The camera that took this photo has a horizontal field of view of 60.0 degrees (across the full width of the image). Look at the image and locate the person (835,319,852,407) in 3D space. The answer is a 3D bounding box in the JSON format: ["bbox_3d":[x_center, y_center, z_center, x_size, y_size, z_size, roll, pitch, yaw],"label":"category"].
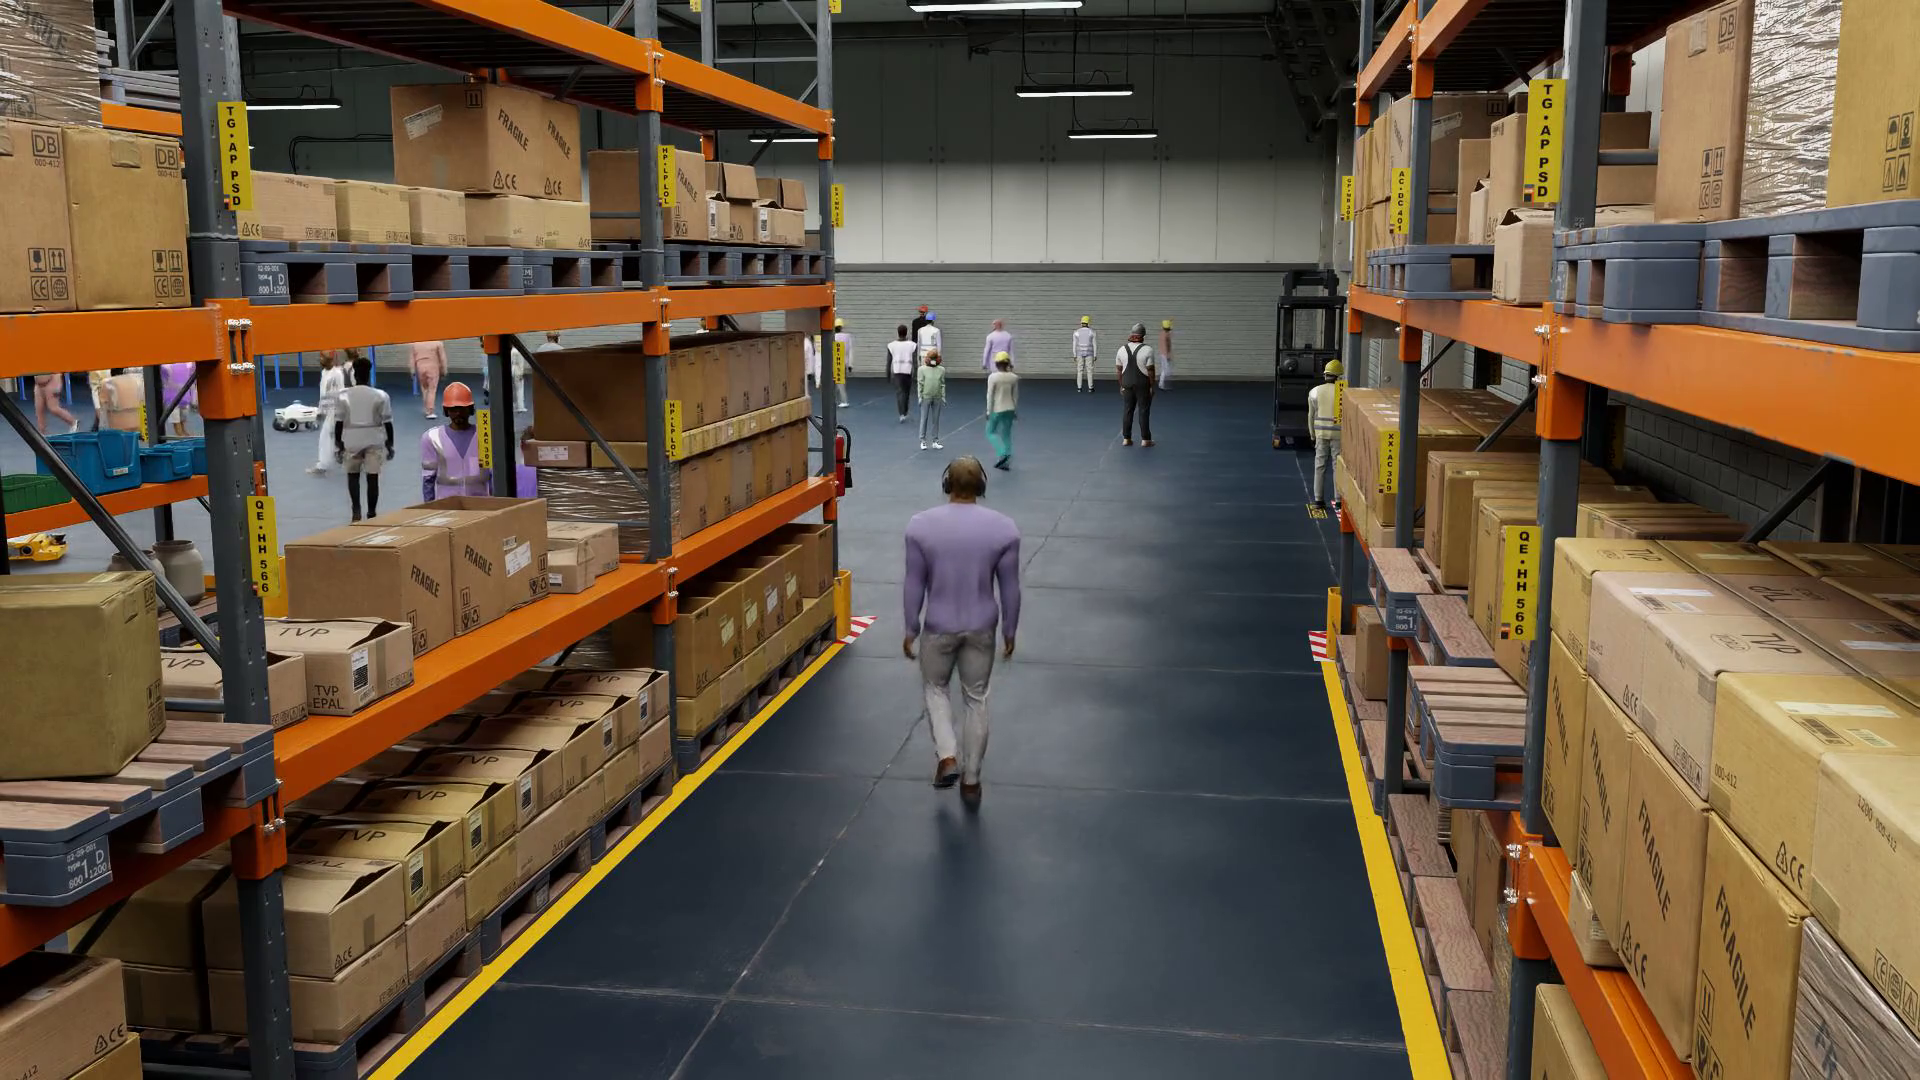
[{"bbox_3d":[-2.664,-3.814,35.851,0.595,1.875,0.992,-8,12,-40],"label":"person"}]

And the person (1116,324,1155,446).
[{"bbox_3d":[2.994,-2.591,27.926,0.679,2.000,0.537,6,11,31],"label":"person"}]

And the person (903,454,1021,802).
[{"bbox_3d":[0.013,0.484,9.194,0.654,1.922,0.441,-1,9,-4],"label":"person"}]

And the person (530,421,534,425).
[{"bbox_3d":[-4.356,-0.755,17.623,0.544,1.652,0.823,-9,13,-44],"label":"person"}]

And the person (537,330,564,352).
[{"bbox_3d":[-7.033,-2.704,28.807,0.627,1.940,0.372,5,11,30],"label":"person"}]

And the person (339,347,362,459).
[{"bbox_3d":[-9.156,-2.031,25.041,0.513,1.824,0.684,4,10,23],"label":"person"}]

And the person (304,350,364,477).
[{"bbox_3d":[-8.939,-1.857,23.916,0.975,1.848,0.564,-7,11,-35],"label":"person"}]

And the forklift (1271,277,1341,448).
[{"bbox_3d":[5.847,-3.016,27.970,1.129,2.768,1.873,1,9,9],"label":"forklift"}]

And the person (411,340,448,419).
[{"bbox_3d":[-10.507,-3.362,33.072,0.685,1.865,0.910,1,9,3],"label":"person"}]

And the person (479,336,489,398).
[{"bbox_3d":[-9.206,-3.198,32.635,0.387,1.670,0.549,-3,10,-20],"label":"person"}]

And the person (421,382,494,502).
[{"bbox_3d":[-3.975,-0.247,13.332,0.611,2.042,0.396,-4,10,-21],"label":"person"}]

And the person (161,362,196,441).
[{"bbox_3d":[-12.037,-2.128,25.411,0.840,1.893,0.538,6,11,34],"label":"person"}]

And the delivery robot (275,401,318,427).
[{"bbox_3d":[-12.146,-2.308,30.467,0.477,0.478,0.707,8,12,40],"label":"delivery robot"}]

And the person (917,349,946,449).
[{"bbox_3d":[-0.466,-2.313,27.332,0.497,1.633,0.279,-4,10,-24],"label":"person"}]

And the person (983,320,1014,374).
[{"bbox_3d":[0.799,-3.880,36.347,0.662,1.841,1.009,-6,11,-32],"label":"person"}]

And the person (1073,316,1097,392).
[{"bbox_3d":[3.025,-4.485,40.117,0.587,1.833,0.403,2,9,13],"label":"person"}]

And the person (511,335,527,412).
[{"bbox_3d":[-9.221,-3.419,34.197,0.514,1.617,0.724,2,9,14],"label":"person"}]

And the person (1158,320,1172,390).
[{"bbox_3d":[5.036,-4.534,40.811,0.337,1.723,0.585,2,9,12],"label":"person"}]

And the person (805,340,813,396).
[{"bbox_3d":[-3.275,-3.347,33.200,0.654,1.794,0.927,2,10,14],"label":"person"}]

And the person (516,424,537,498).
[{"bbox_3d":[-3.108,0.030,12.414,0.594,1.782,0.965,3,10,20],"label":"person"}]

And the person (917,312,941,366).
[{"bbox_3d":[-0.704,-4.310,38.683,0.606,1.947,0.406,5,10,27],"label":"person"}]

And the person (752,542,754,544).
[{"bbox_3d":[-2.016,-0.408,14.403,0.801,2.013,0.652,1,9,5],"label":"person"}]

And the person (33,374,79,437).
[{"bbox_3d":[-15.679,-2.658,28.693,0.674,1.882,0.651,3,10,19],"label":"person"}]

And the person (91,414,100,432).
[{"bbox_3d":[-14.973,-2.732,29.178,0.557,1.880,1.011,3,10,20],"label":"person"}]

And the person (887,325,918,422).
[{"bbox_3d":[-1.121,-3.239,32.344,0.600,1.872,1.000,-1,9,-4],"label":"person"}]

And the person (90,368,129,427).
[{"bbox_3d":[-12.507,-1.992,24.557,0.562,1.888,0.962,-7,12,-37],"label":"person"}]

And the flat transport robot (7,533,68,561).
[{"bbox_3d":[-9.869,0.095,16.804,1.431,0.197,0.652,-3,10,-19],"label":"flat transport robot"}]

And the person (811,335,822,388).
[{"bbox_3d":[-3.414,-4.721,41.548,0.625,1.844,0.429,4,10,24],"label":"person"}]

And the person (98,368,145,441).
[{"bbox_3d":[-10.607,-1.439,21.071,0.441,1.911,0.621,6,11,31],"label":"person"}]

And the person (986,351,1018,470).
[{"bbox_3d":[0.608,-1.897,24.398,0.543,1.756,0.364,-6,11,-32],"label":"person"}]

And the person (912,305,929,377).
[{"bbox_3d":[-0.990,-5.314,44.730,0.623,1.992,0.396,4,10,23],"label":"person"}]

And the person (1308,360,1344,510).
[{"bbox_3d":[4.572,-1.291,20.420,0.588,1.833,0.404,6,11,34],"label":"person"}]

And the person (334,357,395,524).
[{"bbox_3d":[-6.744,-1.093,18.838,0.653,1.944,0.636,-3,10,-18],"label":"person"}]

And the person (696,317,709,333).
[{"bbox_3d":[-5.876,-4.237,38.492,0.534,1.863,0.310,1,9,8],"label":"person"}]

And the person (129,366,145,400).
[{"bbox_3d":[-14.332,-2.733,29.020,0.558,1.921,0.486,4,10,23],"label":"person"}]
